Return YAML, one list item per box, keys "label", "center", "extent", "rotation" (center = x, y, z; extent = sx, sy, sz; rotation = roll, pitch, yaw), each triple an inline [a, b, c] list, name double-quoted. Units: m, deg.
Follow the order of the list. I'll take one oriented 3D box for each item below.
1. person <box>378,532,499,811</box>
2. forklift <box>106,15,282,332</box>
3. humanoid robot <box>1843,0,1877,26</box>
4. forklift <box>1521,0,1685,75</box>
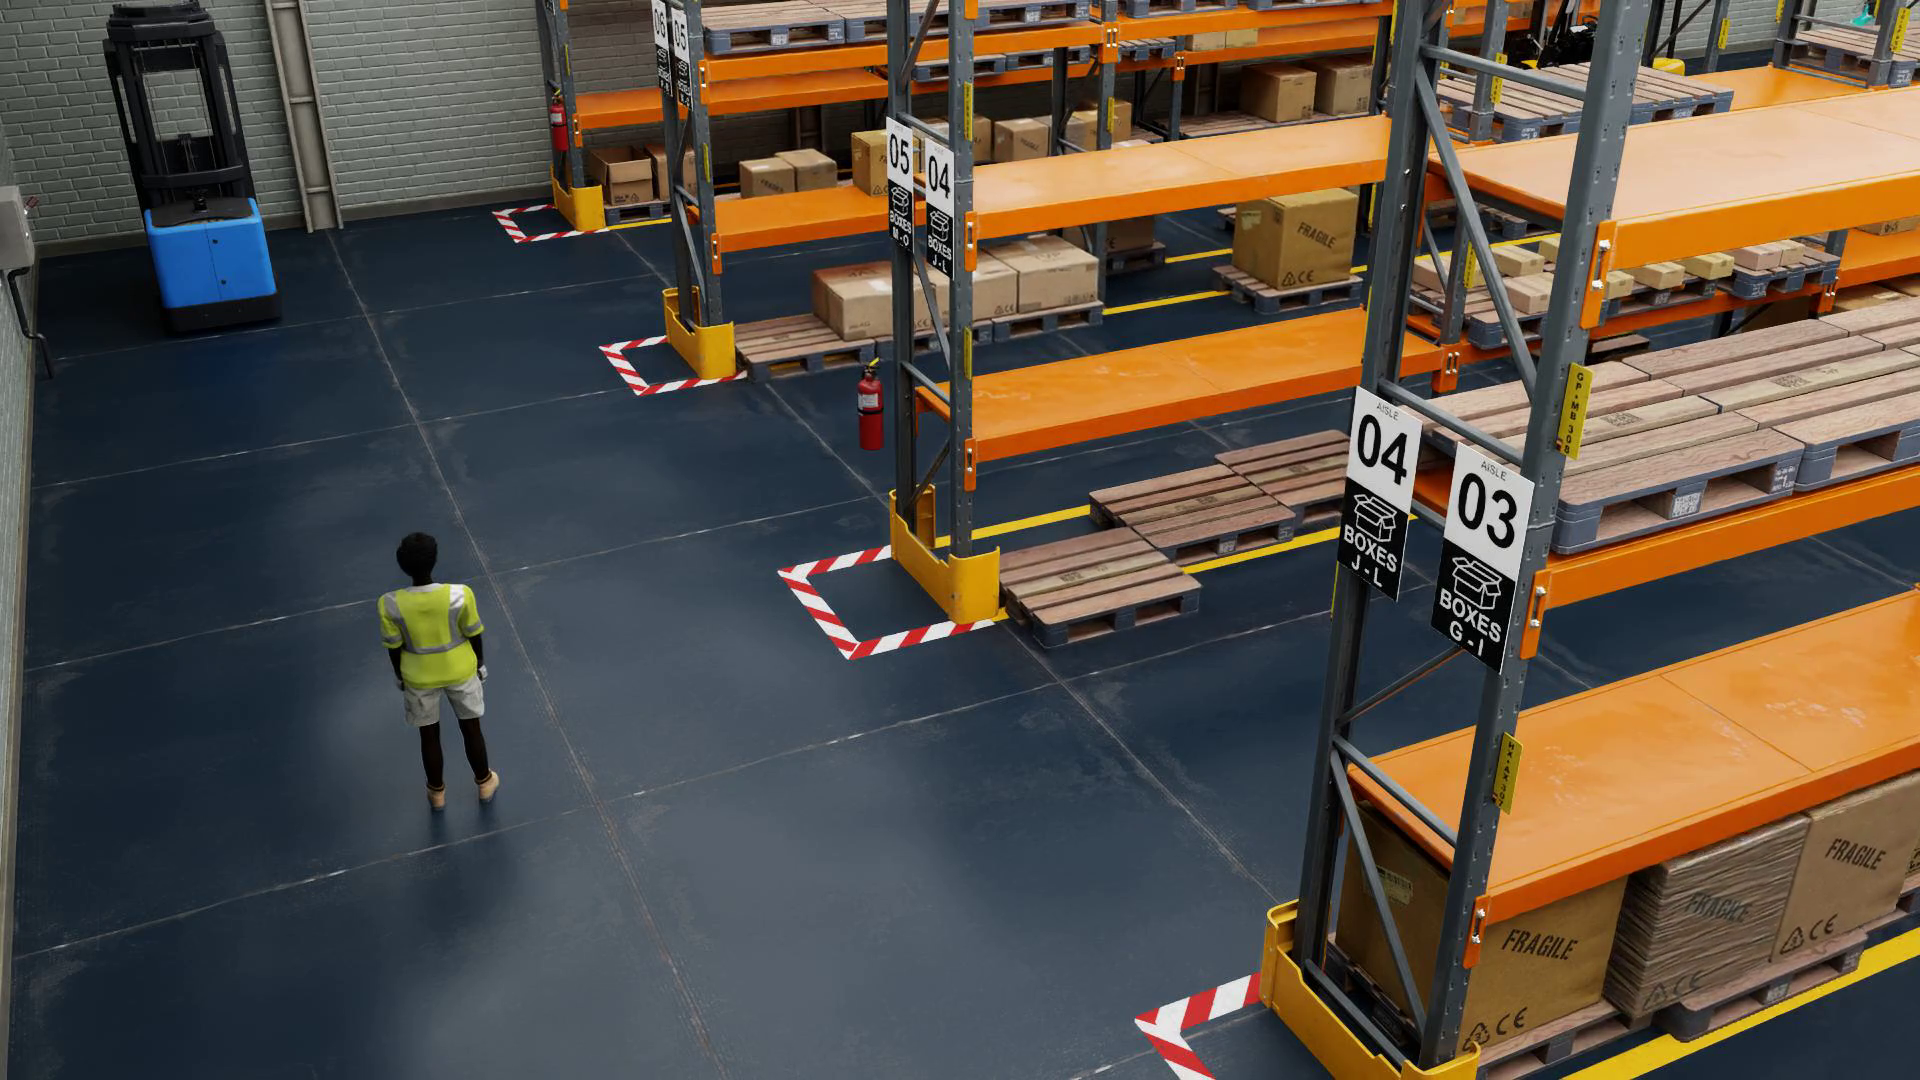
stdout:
- label: "person"
  center: [-2.860, 0.729, 9.151]
  extent: [0.534, 1.699, 0.318]
  rotation: [-7, 28, -13]
- label: "forklift"
  center: [-7.548, -3.672, 16.323]
  extent: [1.129, 2.768, 1.873]
  rotation: [-12, 30, -22]
- label: "humanoid robot"
  center: [14.649, -8.625, 27.019]
  extent: [0.786, 1.769, 0.637]
  rotation: [7, 28, 13]
- label: "forklift"
  center: [8.950, -6.807, 23.056]
  extent: [1.214, 2.155, 2.313]
  rotation: [-12, 30, -22]
